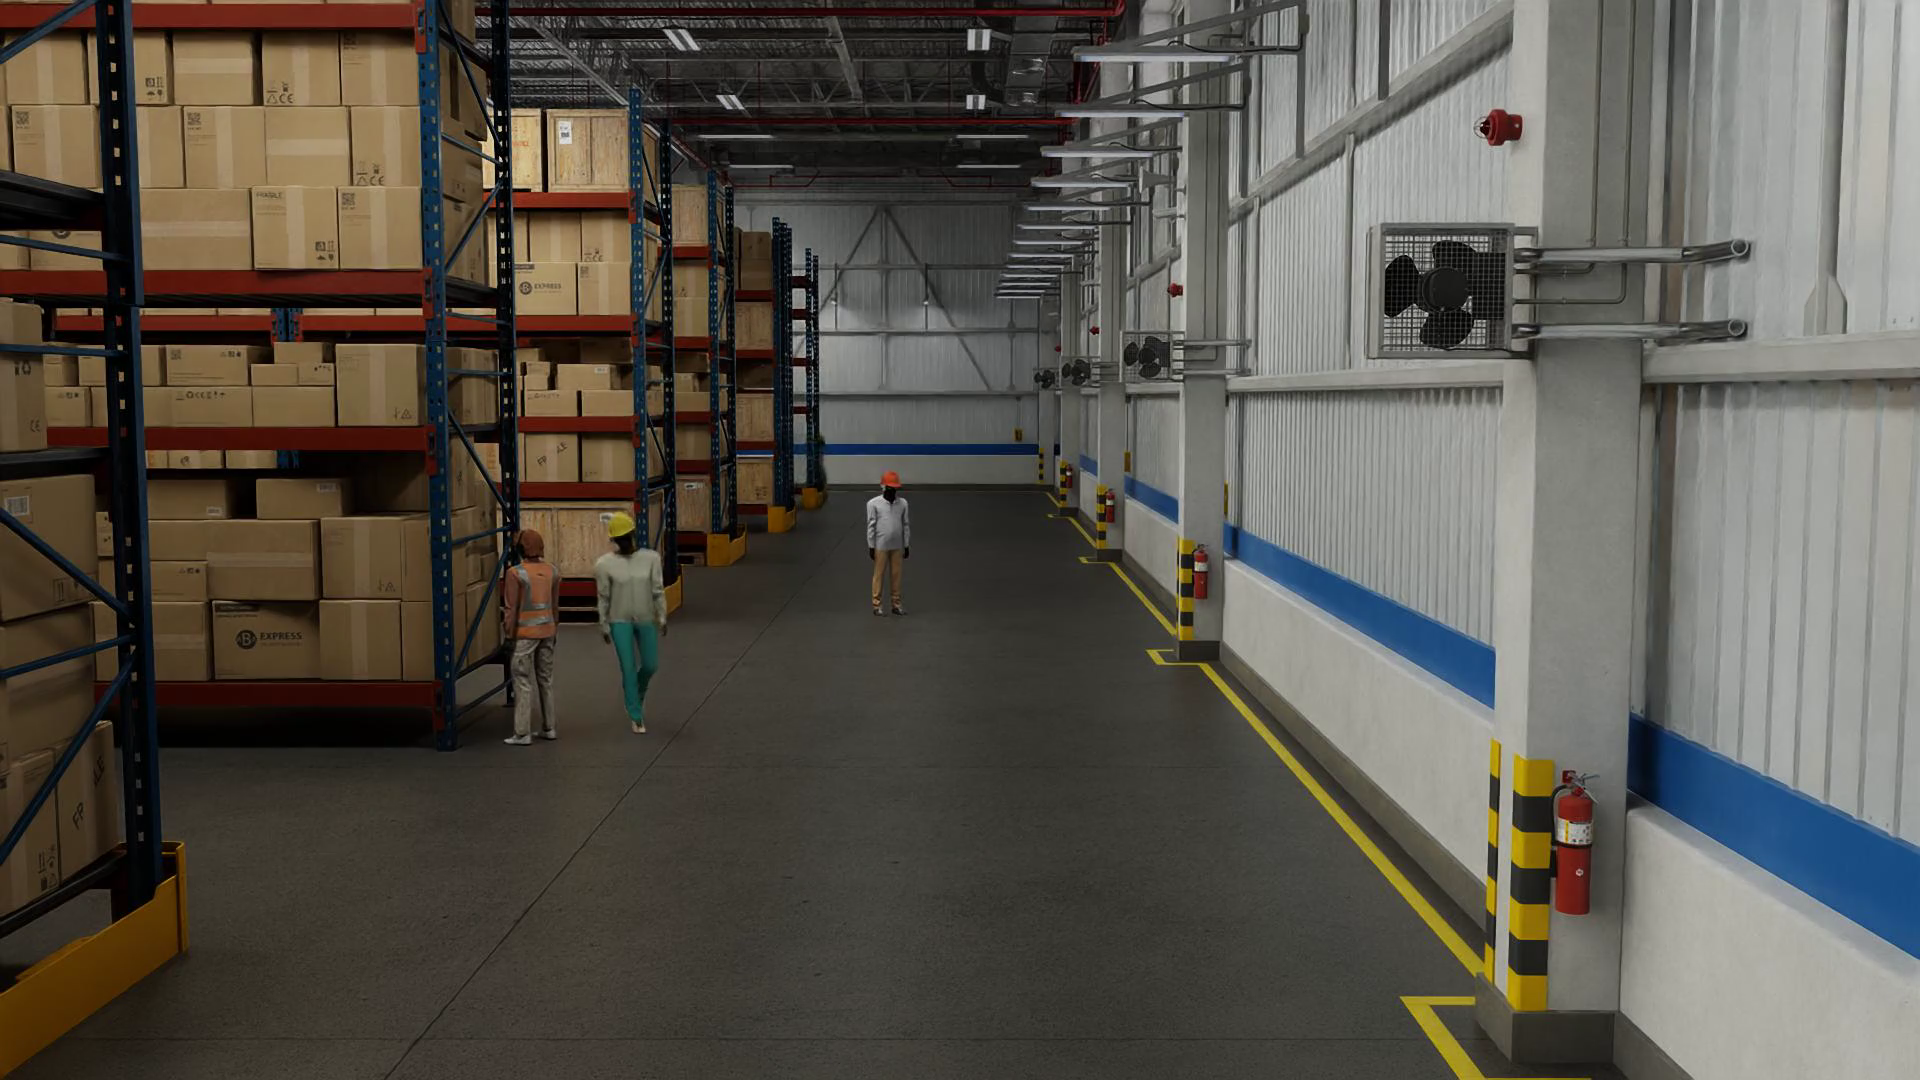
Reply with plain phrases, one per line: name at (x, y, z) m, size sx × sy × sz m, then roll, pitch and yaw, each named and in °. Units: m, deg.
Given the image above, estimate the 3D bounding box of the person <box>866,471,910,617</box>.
person at (-0.844, 0.048, 19.878) m, size 0.564 × 1.745 × 0.349 m, roll -3°, pitch 6°, yaw -29°

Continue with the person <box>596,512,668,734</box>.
person at (-2.584, 0.631, 13.067) m, size 0.552 × 1.740 × 0.519 m, roll -2°, pitch 5°, yaw -22°

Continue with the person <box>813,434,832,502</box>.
person at (-3.599, -1.809, 41.724) m, size 0.811 × 1.715 × 0.479 m, roll 3°, pitch 6°, yaw 34°

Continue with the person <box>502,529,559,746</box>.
person at (-3.231, 0.733, 12.585) m, size 0.313 × 1.630 × 0.524 m, roll 3°, pitch 6°, yaw 32°
